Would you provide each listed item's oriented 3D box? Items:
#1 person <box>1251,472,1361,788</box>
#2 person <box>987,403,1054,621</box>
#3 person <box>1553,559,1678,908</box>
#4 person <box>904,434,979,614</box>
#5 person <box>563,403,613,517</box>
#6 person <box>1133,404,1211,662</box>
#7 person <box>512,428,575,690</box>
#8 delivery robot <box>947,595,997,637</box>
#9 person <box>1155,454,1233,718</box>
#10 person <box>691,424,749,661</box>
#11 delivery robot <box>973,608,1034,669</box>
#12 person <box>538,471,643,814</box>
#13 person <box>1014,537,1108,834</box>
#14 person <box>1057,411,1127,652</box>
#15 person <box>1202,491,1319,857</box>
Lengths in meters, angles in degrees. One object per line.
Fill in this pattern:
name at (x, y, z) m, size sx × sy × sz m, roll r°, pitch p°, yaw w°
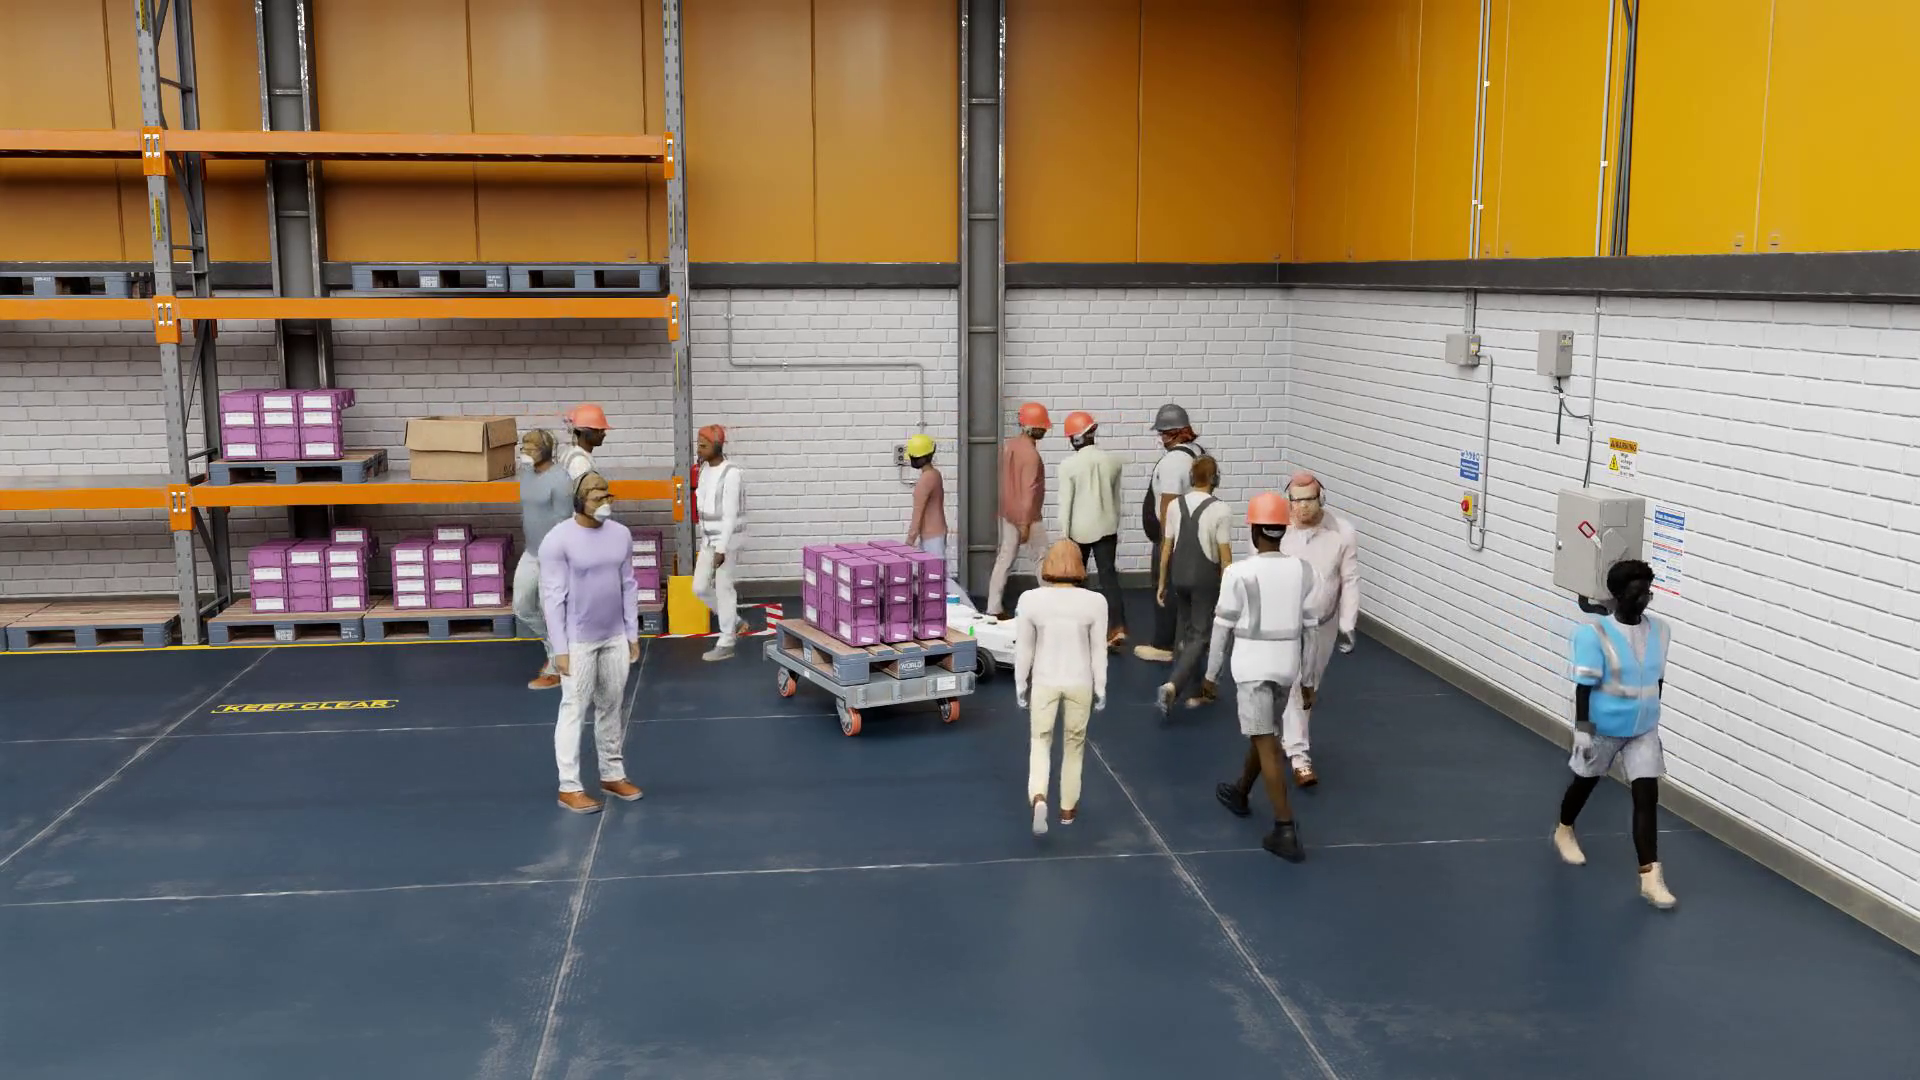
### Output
person at (2.065, 0.529, 9.884) m, size 0.631 × 1.851 × 0.967 m, roll -1°, pitch 9°, yaw -4°
person at (0.618, -0.218, 14.334) m, size 0.925 × 1.927 × 0.601 m, roll -5°, pitch 10°, yaw -26°
person at (3.242, 0.899, 8.229) m, size 0.542 × 1.650 × 0.881 m, roll -2°, pitch 9°, yaw -11°
person at (-0.190, -0.039, 13.888) m, size 0.863 × 1.712 × 0.520 m, roll 1°, pitch 9°, yaw 9°
person at (-3.012, -0.064, 13.093) m, size 0.609 × 2.024 × 0.613 m, roll -2°, pitch 9°, yaw -10°
person at (1.698, -0.075, 13.088) m, size 0.534 × 2.000 × 0.717 m, roll 6°, pitch 11°, yaw 31°
person at (-3.026, 0.142, 12.116) m, size 0.628 × 1.926 × 0.425 m, roll 8°, pitch 12°, yaw 42°
delivery robot at (-0.053, 0.664, 12.806) m, size 0.707 × 0.478 × 0.477 m, roll 9°, pitch 12°, yaw 43°
person at (1.556, 0.325, 11.352) m, size 0.573 × 1.810 × 0.776 m, roll 8°, pitch 12°, yaw 40°
person at (-1.885, 0.024, 13.022) m, size 0.457 × 1.869 × 0.574 m, roll -8°, pitch 12°, yaw -40°
delivery robot at (0.455, 0.748, 12.283) m, size 0.707 × 0.478 × 0.477 m, roll 6°, pitch 11°, yaw 34°
person at (-2.077, 0.567, 9.436) m, size 0.364 × 1.934 × 0.632 m, roll 7°, pitch 12°, yaw 38°
person at (0.544, 0.797, 8.987) m, size 0.506 × 1.616 × 0.624 m, roll 1°, pitch 9°, yaw 6°
person at (1.082, -0.064, 13.437) m, size 0.610 × 1.941 × 1.009 m, roll -3°, pitch 10°, yaw -20°
person at (1.615, 0.682, 8.903) m, size 0.562 × 1.874 × 1.038 m, roll -3°, pitch 10°, yaw -19°
